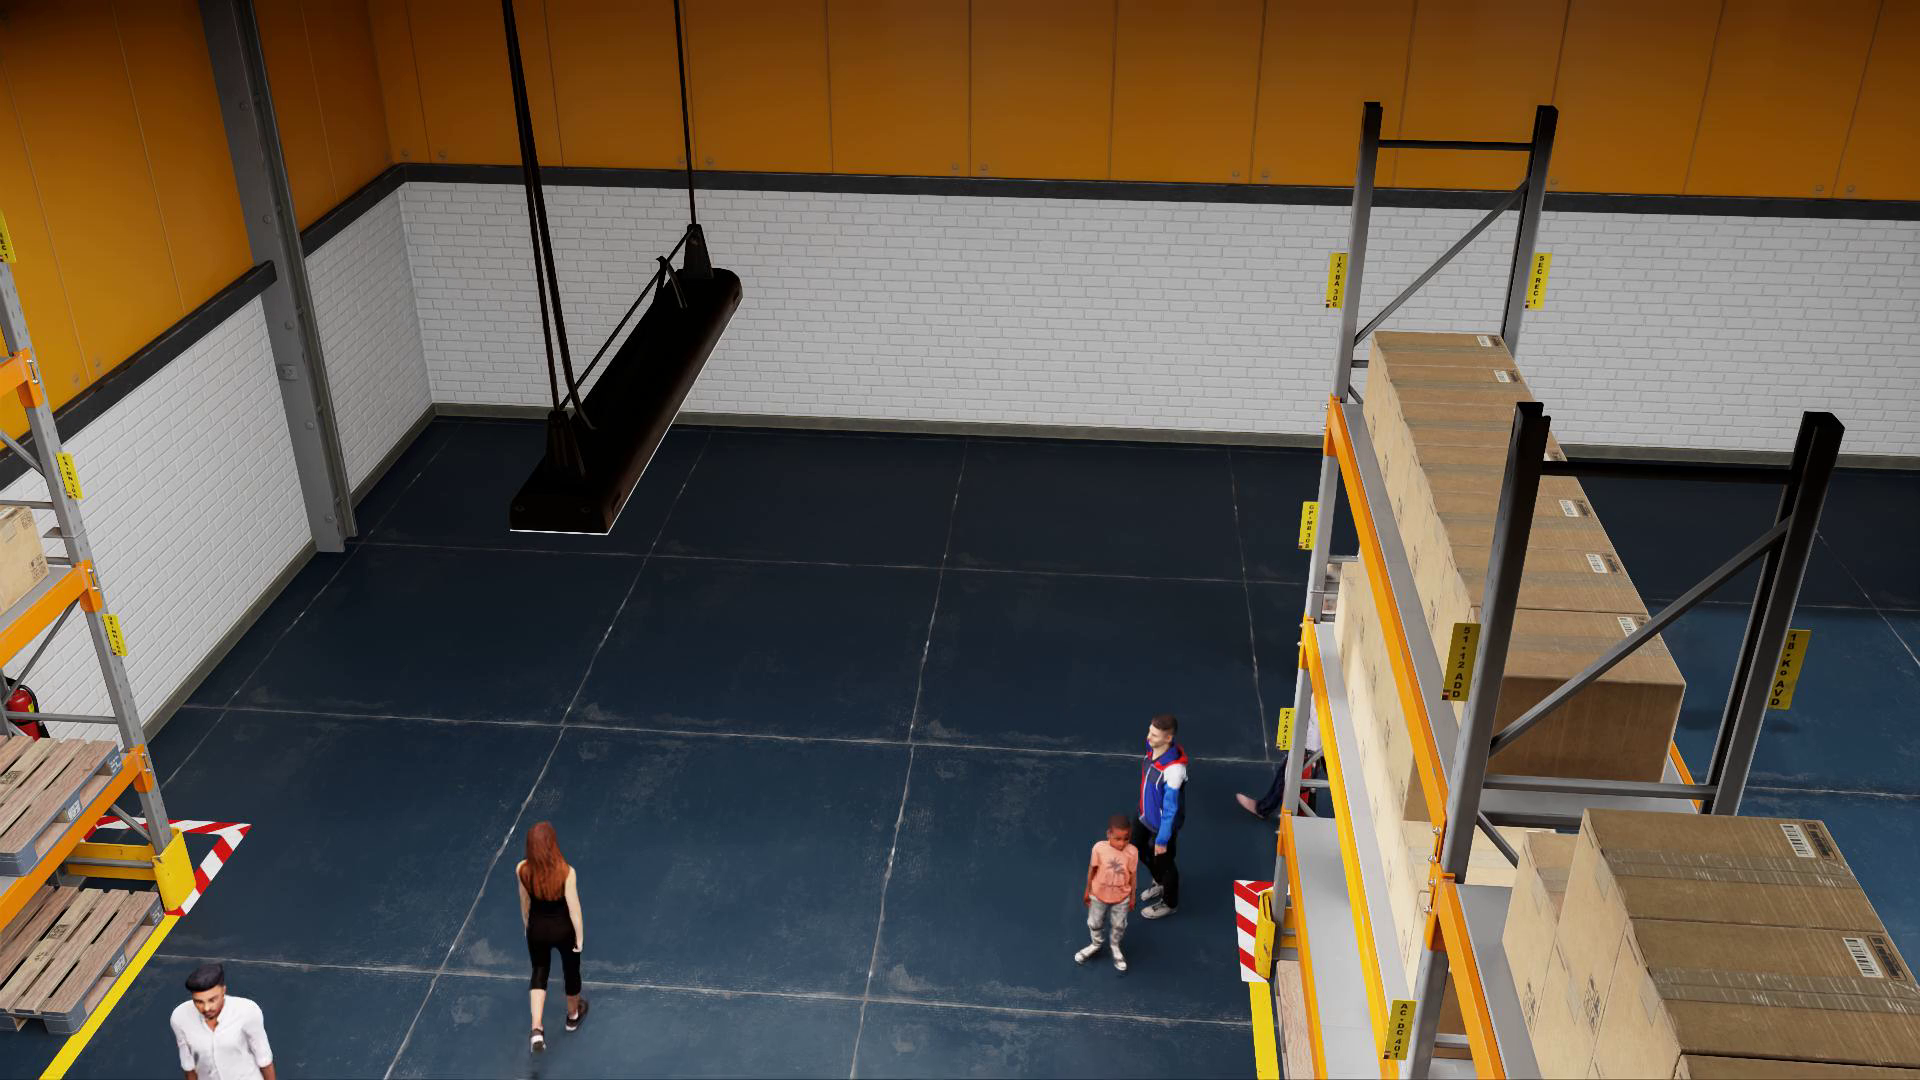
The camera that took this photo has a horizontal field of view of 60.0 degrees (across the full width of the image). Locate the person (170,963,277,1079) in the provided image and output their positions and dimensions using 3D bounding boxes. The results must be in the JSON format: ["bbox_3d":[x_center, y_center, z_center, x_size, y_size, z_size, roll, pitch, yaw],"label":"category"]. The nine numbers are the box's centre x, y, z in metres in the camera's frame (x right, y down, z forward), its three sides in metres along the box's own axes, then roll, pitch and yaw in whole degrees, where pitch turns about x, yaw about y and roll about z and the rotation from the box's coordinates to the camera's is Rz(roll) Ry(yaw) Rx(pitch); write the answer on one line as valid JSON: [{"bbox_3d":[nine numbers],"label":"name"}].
[{"bbox_3d":[-4.195,3.080,9.624,0.758,1.798,0.748,-6,29,-11],"label":"person"}]

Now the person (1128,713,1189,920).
[{"bbox_3d":[1.498,1.933,11.778,0.815,1.749,0.678,-8,30,-15],"label":"person"}]

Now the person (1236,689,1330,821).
[{"bbox_3d":[2.776,1.520,12.486,1.194,1.796,1.248,22,35,34],"label":"person"}]

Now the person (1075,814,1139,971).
[{"bbox_3d":[1.029,2.392,11.403,0.559,1.302,0.503,9,30,16],"label":"person"}]

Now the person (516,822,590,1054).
[{"bbox_3d":[-2.646,2.566,10.655,0.563,1.713,0.893,3,29,6],"label":"person"}]
